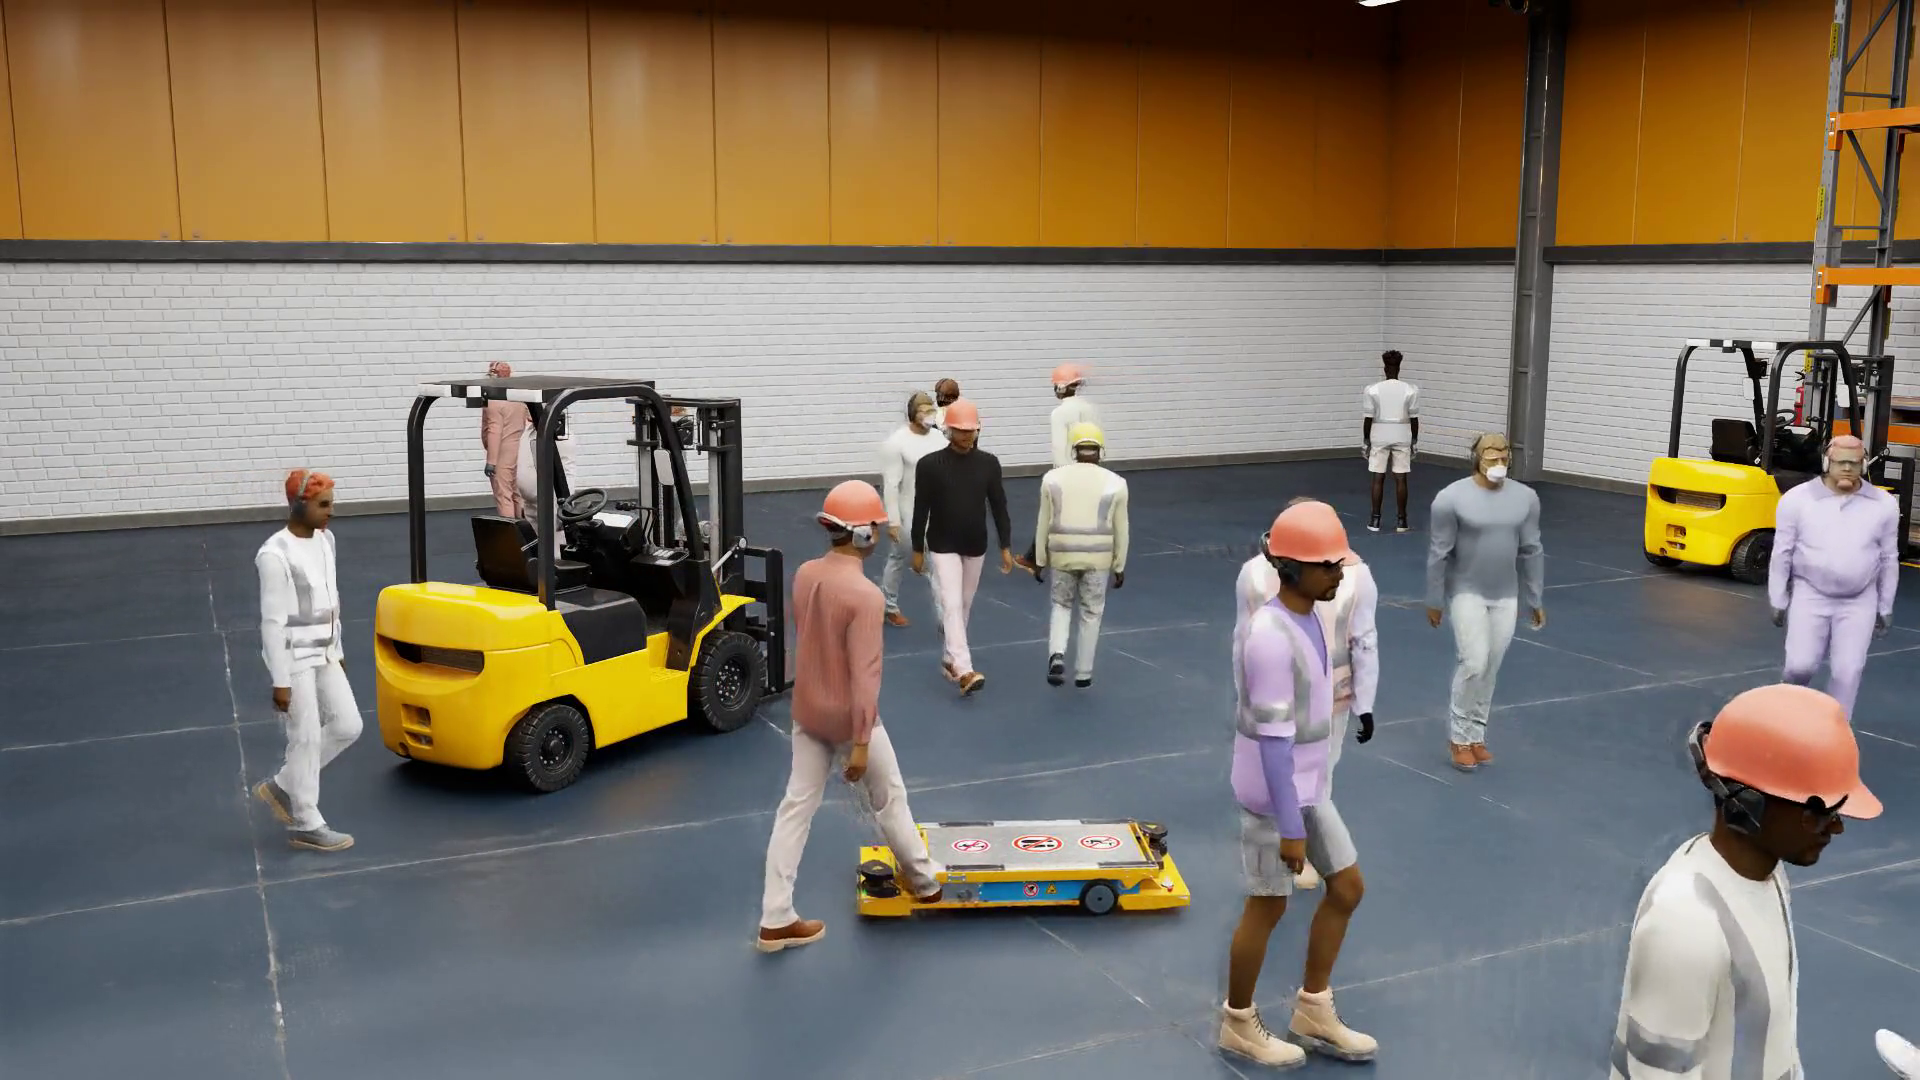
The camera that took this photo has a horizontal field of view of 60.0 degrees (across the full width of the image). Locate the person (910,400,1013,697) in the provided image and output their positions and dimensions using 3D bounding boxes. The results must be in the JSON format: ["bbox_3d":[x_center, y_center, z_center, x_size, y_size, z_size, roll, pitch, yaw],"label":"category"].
[{"bbox_3d":[0.043,0.053,11.014,0.628,1.942,1.027,-4,10,-22],"label":"person"}]

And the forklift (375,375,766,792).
[{"bbox_3d":[-2.268,0.149,9.685,1.214,2.155,2.313,6,11,32],"label":"forklift"}]

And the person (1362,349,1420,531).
[{"bbox_3d":[4.640,-1.067,17.930,0.602,1.967,0.368,2,9,11],"label":"person"}]

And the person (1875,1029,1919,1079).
[{"bbox_3d":[3.435,1.057,5.226,0.505,1.816,0.985,-3,10,-19],"label":"person"}]

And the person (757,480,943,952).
[{"bbox_3d":[-0.422,0.710,6.973,1.059,1.931,0.622,-8,12,-40],"label":"person"}]

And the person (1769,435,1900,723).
[{"bbox_3d":[4.978,0.332,9.505,0.657,1.884,0.626,3,10,18],"label":"person"}]

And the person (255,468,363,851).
[{"bbox_3d":[-3.162,0.582,7.987,0.476,1.871,0.622,1,9,7],"label":"person"}]

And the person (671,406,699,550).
[{"bbox_3d":[-2.641,-0.521,15.656,0.702,1.608,0.512,-9,13,-44],"label":"person"}]

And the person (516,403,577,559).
[{"bbox_3d":[-3.301,-0.271,13.178,0.404,1.911,0.636,-9,13,-43],"label":"person"}]

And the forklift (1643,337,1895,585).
[{"bbox_3d":[7.551,-0.789,15.507,2.313,2.155,1.214,-4,10,-25],"label":"forklift"}]

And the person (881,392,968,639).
[{"bbox_3d":[-0.319,-0.197,12.791,0.644,1.887,1.047,-6,11,-34],"label":"person"}]

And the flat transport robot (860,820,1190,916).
[{"bbox_3d":[0.268,1.462,7.489,1.431,0.197,0.652,-1,9,-4],"label":"flat transport robot"}]

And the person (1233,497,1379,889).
[{"bbox_3d":[1.505,0.724,7.293,0.637,1.804,0.865,2,9,11],"label":"person"}]

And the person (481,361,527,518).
[{"bbox_3d":[-4.587,-0.835,16.680,0.403,1.906,0.651,2,9,14],"label":"person"}]

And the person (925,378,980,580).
[{"bbox_3d":[-0.112,-0.546,15.089,0.634,1.841,0.429,-8,12,-42],"label":"person"}]

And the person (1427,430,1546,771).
[{"bbox_3d":[2.971,0.350,9.308,0.630,1.921,0.594,-2,9,-12],"label":"person"}]

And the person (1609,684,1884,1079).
[{"bbox_3d":[1.544,1.268,3.297,0.682,2.013,0.638,6,11,33],"label":"person"}]

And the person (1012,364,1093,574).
[{"bbox_3d":[0.917,-0.634,15.287,0.972,1.950,0.622,8,12,42],"label":"person"}]

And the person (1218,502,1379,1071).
[{"bbox_3d":[1.223,0.873,5.728,0.698,2.017,0.630,5,10,26],"label":"person"}]

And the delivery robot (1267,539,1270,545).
[{"bbox_3d":[2.946,0.060,14.990,0.477,0.478,0.707,2,9,17],"label":"delivery robot"}]

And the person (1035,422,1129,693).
[{"bbox_3d":[0.809,0.131,11.005,0.619,1.802,0.507,2,9,12],"label":"person"}]
